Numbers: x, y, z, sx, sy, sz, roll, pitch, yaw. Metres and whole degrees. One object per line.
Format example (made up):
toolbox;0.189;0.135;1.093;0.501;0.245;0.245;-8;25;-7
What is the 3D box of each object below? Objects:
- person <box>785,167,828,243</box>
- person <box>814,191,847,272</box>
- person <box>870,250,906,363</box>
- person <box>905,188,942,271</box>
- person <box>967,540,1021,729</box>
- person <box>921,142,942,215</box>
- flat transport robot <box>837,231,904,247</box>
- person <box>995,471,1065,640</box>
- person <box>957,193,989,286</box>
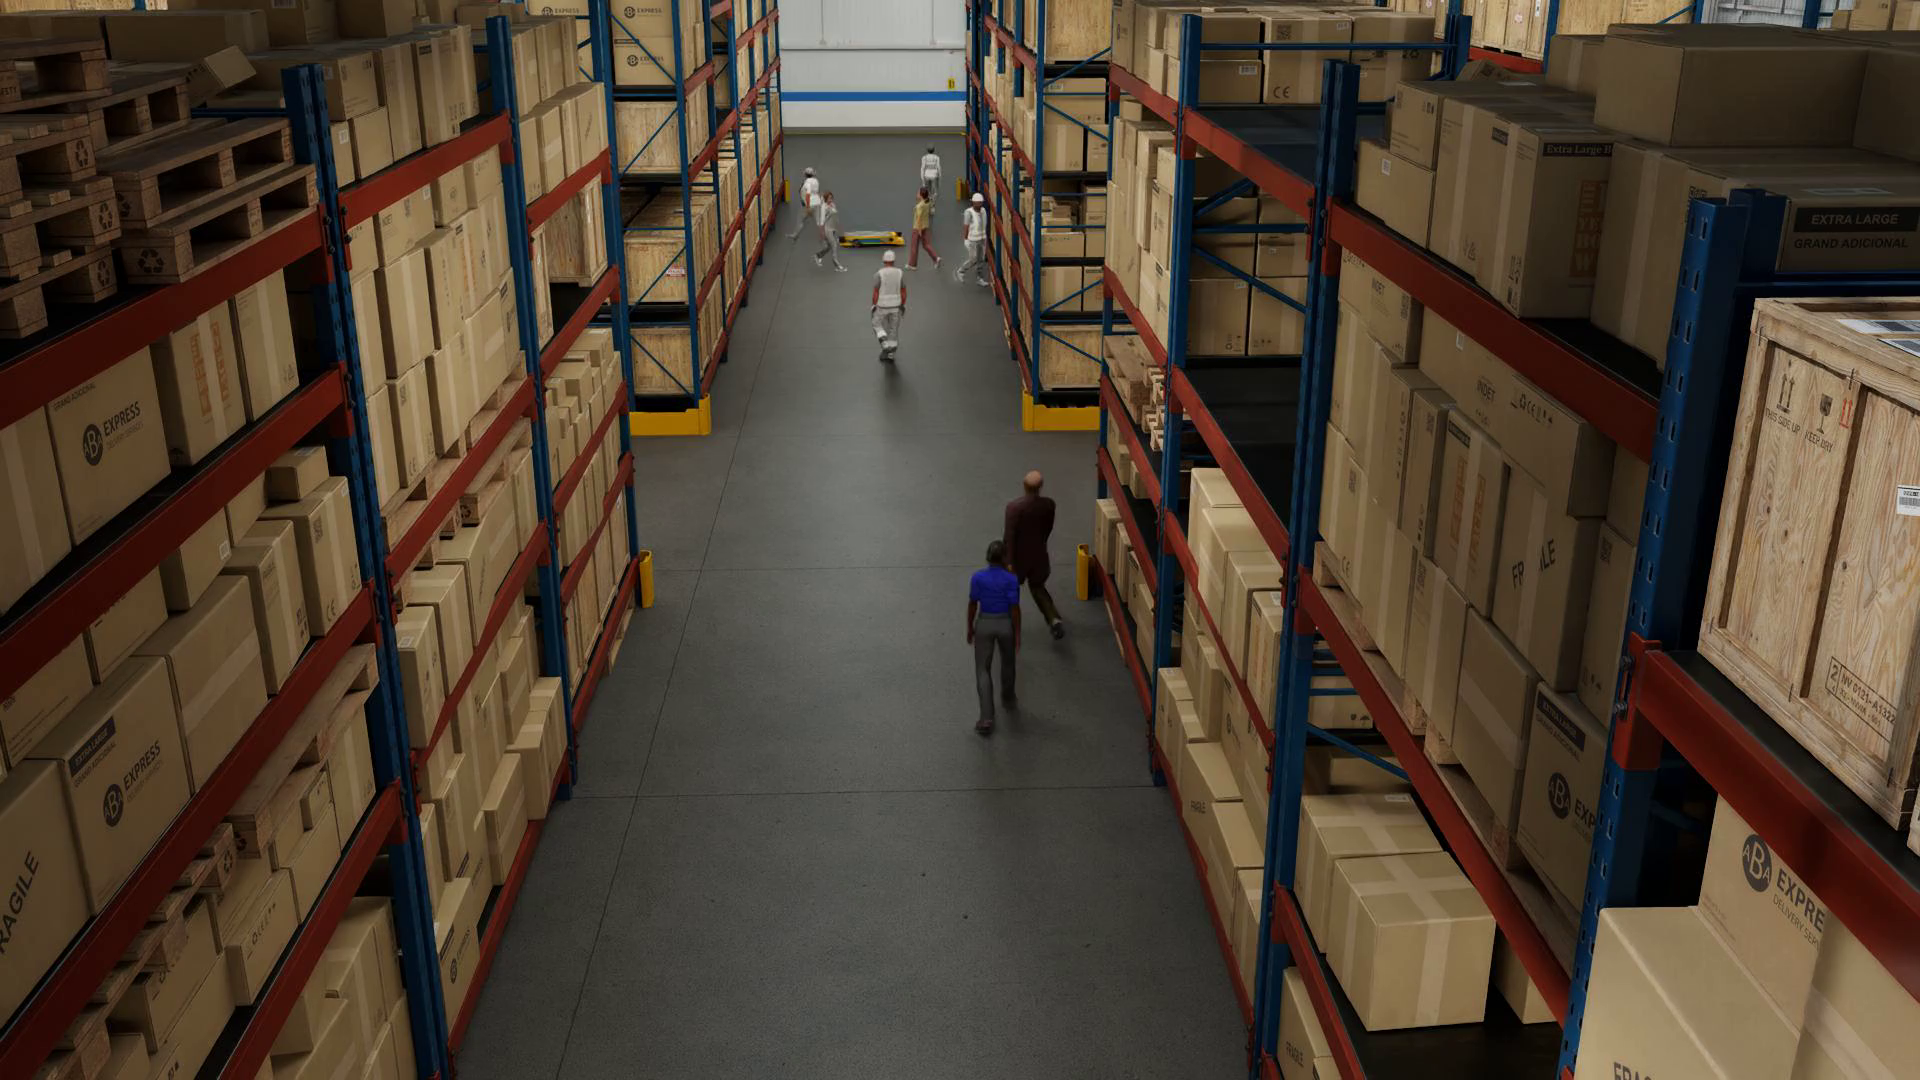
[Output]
person;-3.309;-7.307;36.258;0.997;1.625;0.525;13;24;31
person;-2.623;-6.211;33.373;0.817;1.575;0.430;10;23;24
person;-1.128;-3.680;26.260;0.600;1.788;0.513;-6;21;-16
person;-0.725;-6.228;33.290;0.433;1.624;0.806;-19;28;-41
person;0.294;0.795;14.558;0.479;1.644;0.885;1;21;4
person;-0.687;-8.656;39.790;0.483;1.680;0.794;4;21;12
flat transport robot;-1.963;-6.568;36.324;1.431;0.254;0.659;-3;21;-7
person;0.610;0.164;16.092;0.660;1.741;0.870;-8;22;-21
person;0.258;-5.779;31.949;0.569;1.779;0.586;18;27;40
